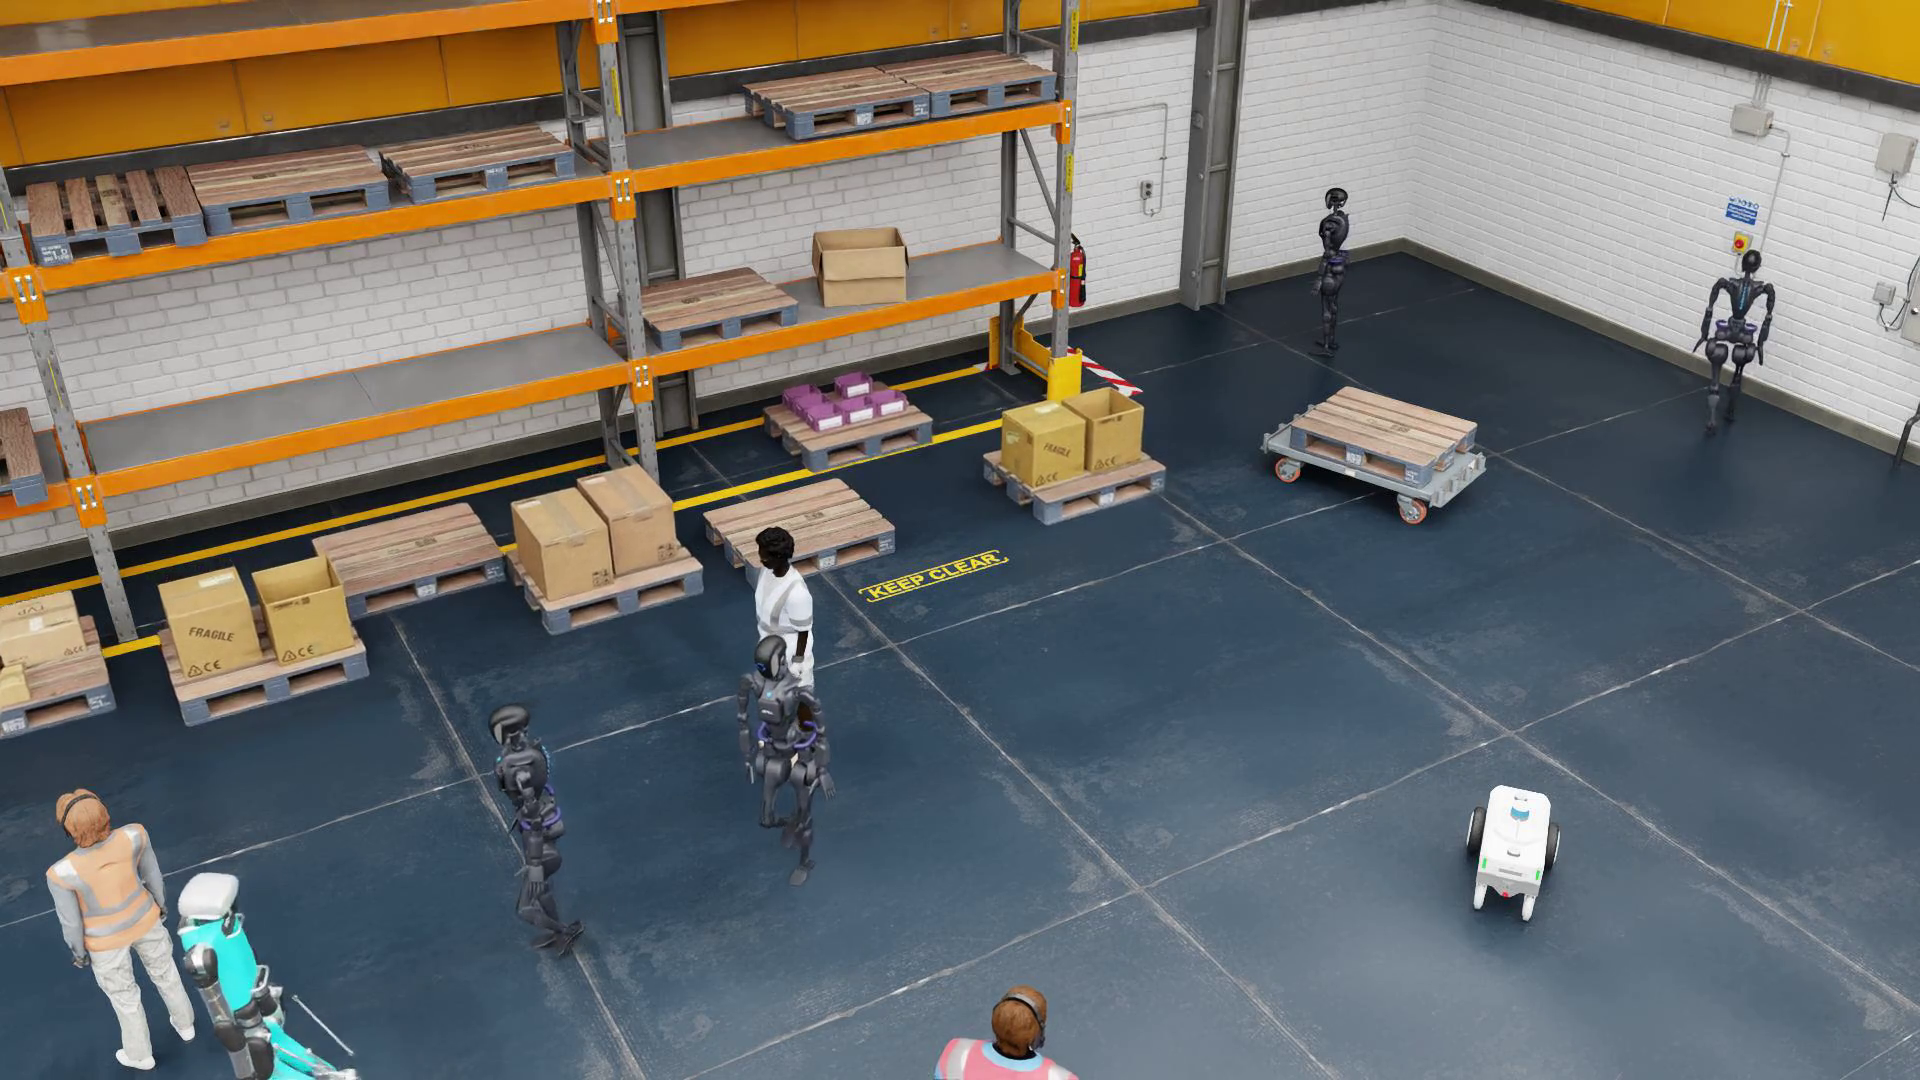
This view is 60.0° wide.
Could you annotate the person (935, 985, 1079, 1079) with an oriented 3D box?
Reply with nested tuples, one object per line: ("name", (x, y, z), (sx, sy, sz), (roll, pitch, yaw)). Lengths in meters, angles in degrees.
("person", (0.213, 2.565, 6.853), (0.628, 1.836, 0.431), (11, 31, 18))

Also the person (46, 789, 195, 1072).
("person", (-4.123, 1.918, 8.183), (0.305, 1.640, 0.517), (19, 35, 30))

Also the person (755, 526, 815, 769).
("person", (-1.091, 0.660, 10.358), (0.320, 1.692, 0.531), (-17, 34, -27))

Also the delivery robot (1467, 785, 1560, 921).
("delivery robot", (3.189, 1.759, 9.590), (0.499, 0.614, 0.808), (10, 31, 18))

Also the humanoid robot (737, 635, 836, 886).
("humanoid robot", (-0.947, 1.218, 9.386), (0.590, 1.649, 0.398), (10, 31, 17))

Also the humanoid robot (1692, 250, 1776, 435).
("humanoid robot", (6.839, -1.788, 14.732), (0.583, 1.637, 0.684), (11, 31, 19))

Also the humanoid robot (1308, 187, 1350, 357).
("humanoid robot", (3.590, -2.605, 16.140), (0.315, 1.657, 0.599), (14, 32, 23))

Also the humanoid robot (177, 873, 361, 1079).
("humanoid robot", (-2.970, 2.272, 7.568), (0.797, 1.884, 0.545), (-6, 30, -10))

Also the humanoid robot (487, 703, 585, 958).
("humanoid robot", (-2.268, 1.545, 8.805), (0.347, 1.640, 0.610), (-12, 32, -20))
